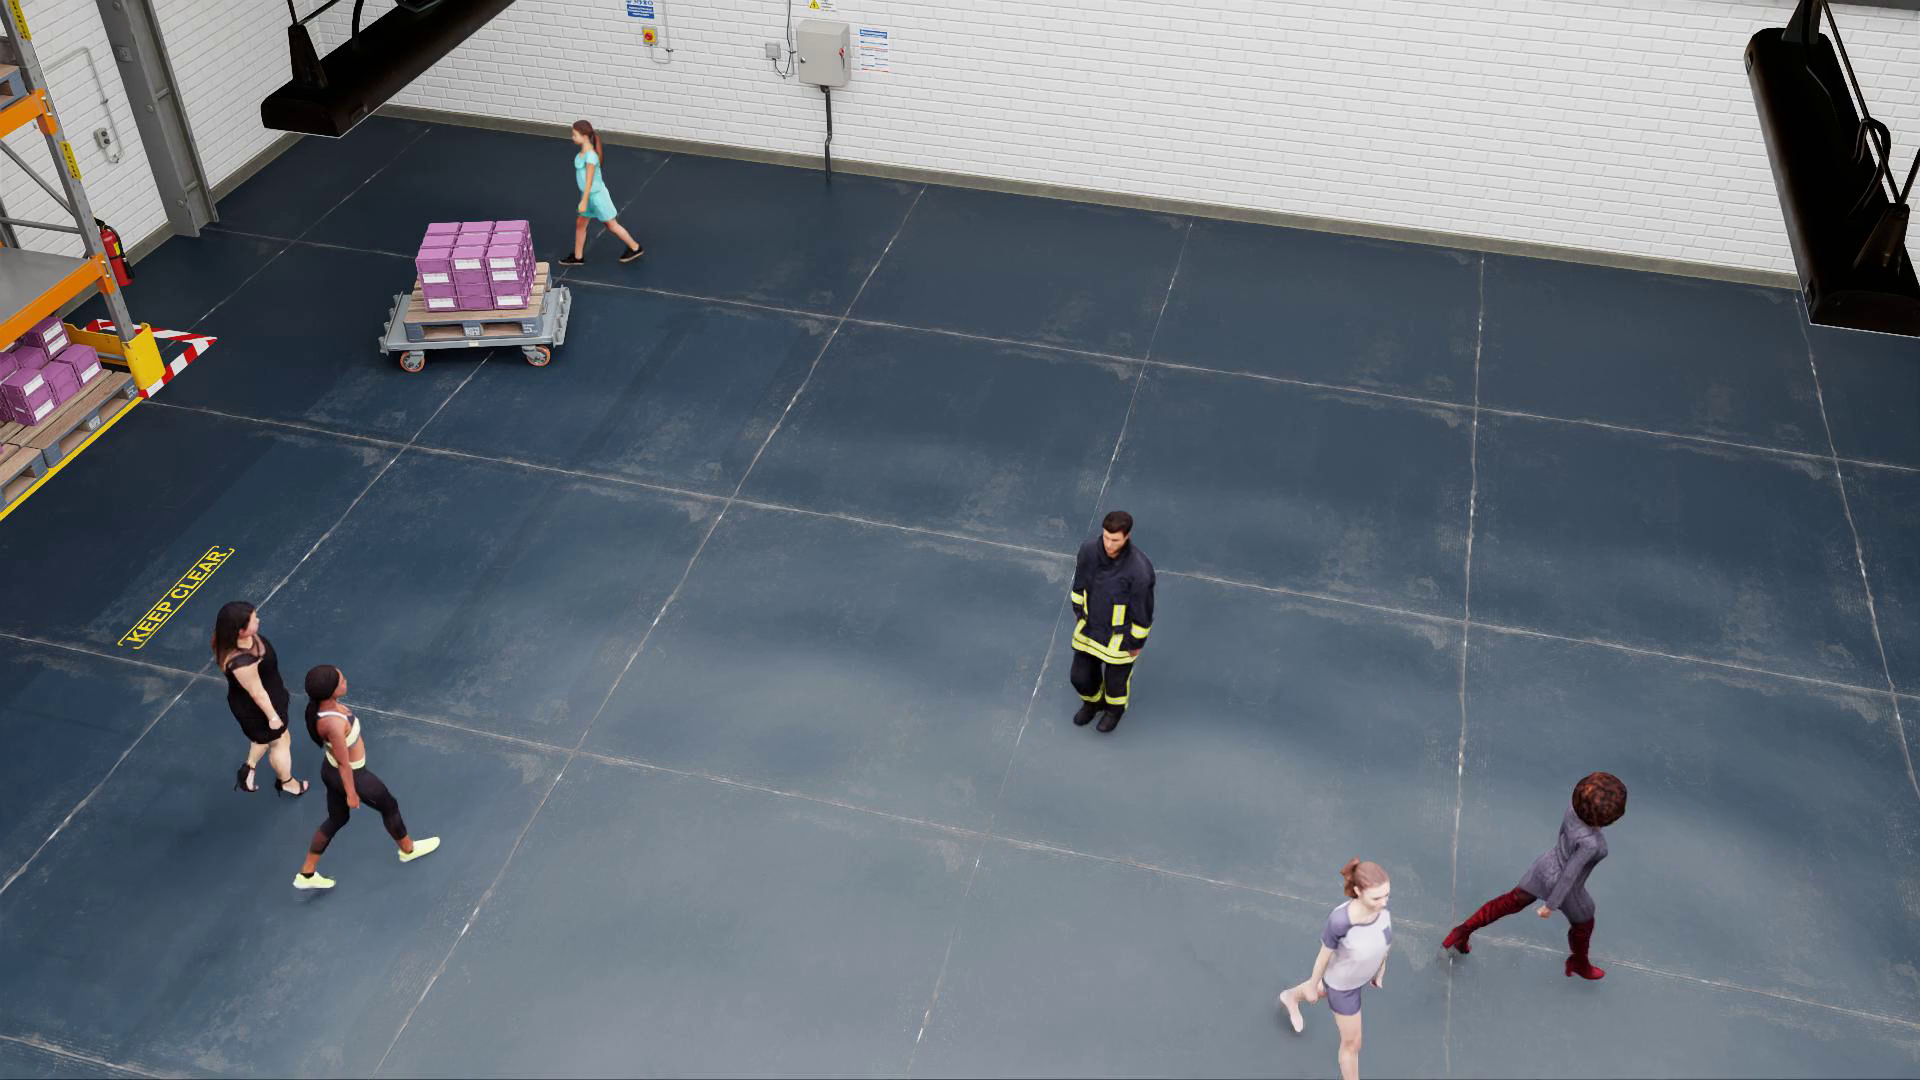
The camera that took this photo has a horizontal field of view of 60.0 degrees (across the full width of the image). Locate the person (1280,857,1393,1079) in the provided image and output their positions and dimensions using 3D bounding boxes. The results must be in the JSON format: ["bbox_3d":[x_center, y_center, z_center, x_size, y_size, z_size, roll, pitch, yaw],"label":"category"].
[{"bbox_3d":[2.072,2.327,9.113,1.113,1.722,1.142,-21,43,-24],"label":"person"}]

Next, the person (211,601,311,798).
[{"bbox_3d":[-4.584,1.089,10.680,0.933,1.701,0.869,-26,46,-29],"label":"person"}]

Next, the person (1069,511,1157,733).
[{"bbox_3d":[1.062,0.501,11.248,0.895,1.910,0.843,23,44,26],"label":"person"}]

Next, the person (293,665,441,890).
[{"bbox_3d":[-3.839,1.497,10.158,1.174,1.715,1.012,-27,46,-29],"label":"person"}]

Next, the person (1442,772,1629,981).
[{"bbox_3d":[3.355,1.979,9.595,0.875,1.665,1.194,0,39,-1],"label":"person"}]

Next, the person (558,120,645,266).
[{"bbox_3d":[-3.526,-3.398,16.443,1.026,1.520,1.056,-13,41,-16],"label":"person"}]
